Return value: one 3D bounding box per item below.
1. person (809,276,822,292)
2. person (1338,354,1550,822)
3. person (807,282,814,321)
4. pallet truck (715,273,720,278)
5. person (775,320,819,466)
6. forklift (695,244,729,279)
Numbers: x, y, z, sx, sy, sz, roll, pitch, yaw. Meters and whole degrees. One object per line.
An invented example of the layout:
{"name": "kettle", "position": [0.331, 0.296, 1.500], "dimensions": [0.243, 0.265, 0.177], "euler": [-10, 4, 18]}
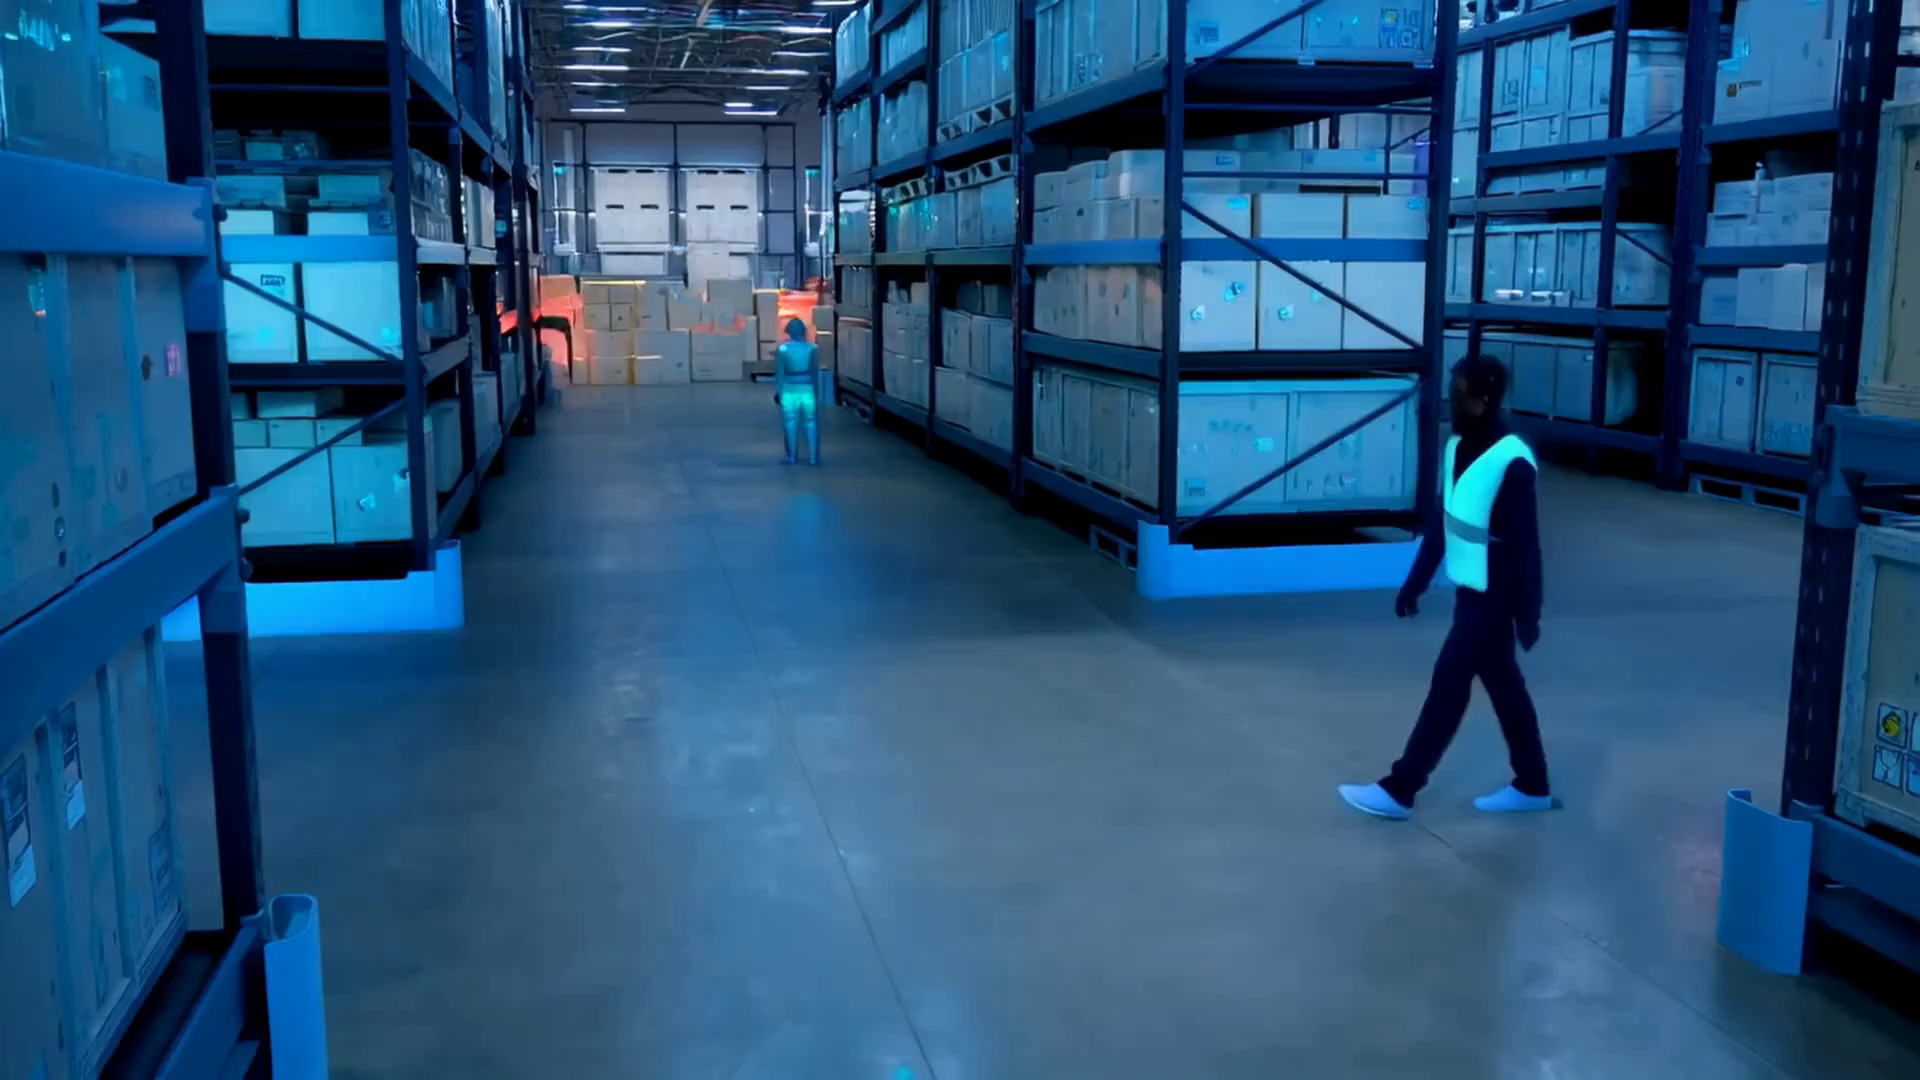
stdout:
{"name": "person", "position": [-5.333, -8.838, 61.728], "dimensions": [0.574, 1.883, 0.355], "euler": [2, 10, 11]}
{"name": "person", "position": [1.979, 0.204, 6.652], "dimensions": [0.986, 1.872, 0.599], "euler": [0, 9, -2]}
{"name": "person", "position": [-6.057, -9.658, 67.470], "dimensions": [0.313, 1.638, 0.513], "euler": [1, 9, 6]}
{"name": "pallet truck", "position": [-8.580, -8.986, 62.280], "dimensions": [1.885, 1.965, 0.823], "euler": [1, 9, 5]}
{"name": "person", "position": [-1.821, -1.641, 18.641], "dimensions": [0.518, 1.629, 0.314], "euler": [-6, 11, -30]}
{"name": "forklift", "position": [-6.639, -6.533, 44.642], "dimensions": [1.129, 2.768, 1.873], "euler": [5, 11, 28]}
